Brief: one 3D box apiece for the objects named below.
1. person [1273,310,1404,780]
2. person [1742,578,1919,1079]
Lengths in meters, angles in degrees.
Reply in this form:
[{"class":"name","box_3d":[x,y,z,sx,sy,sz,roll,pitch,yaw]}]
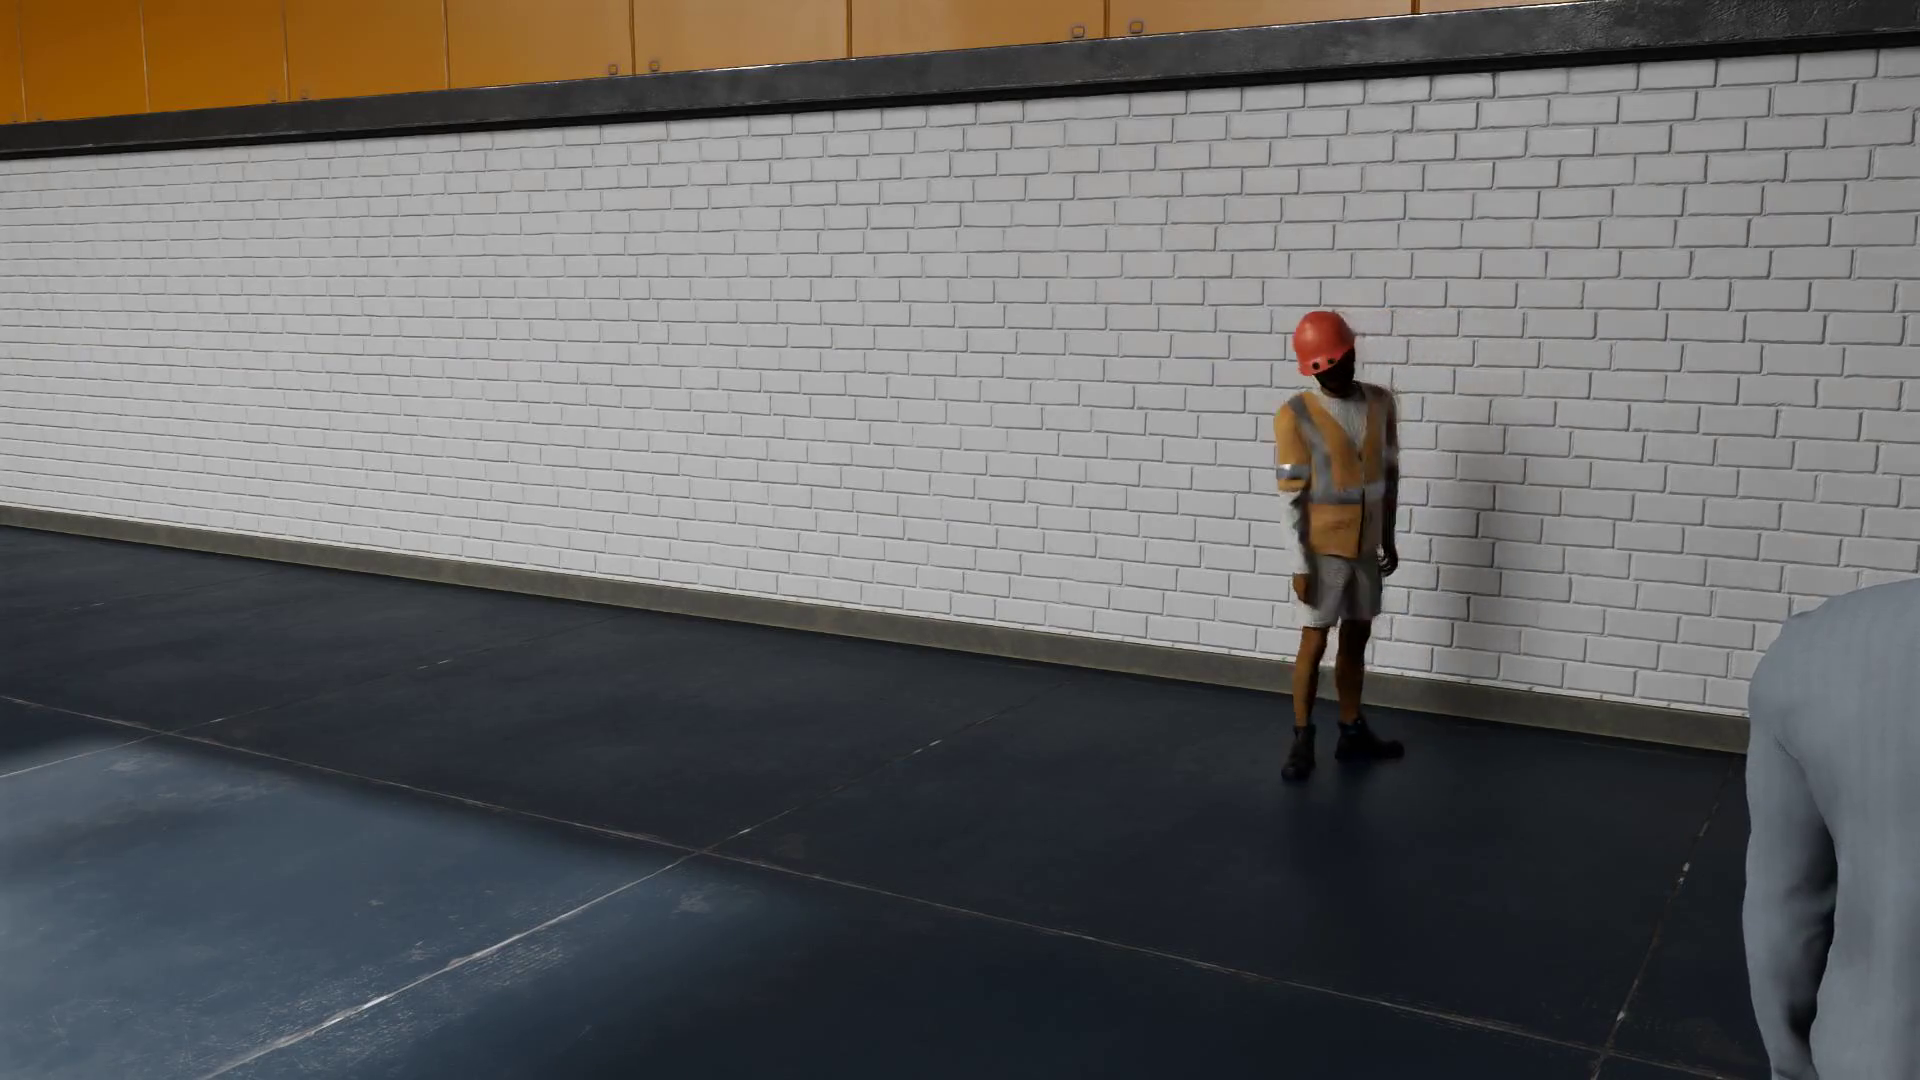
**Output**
[{"class":"person","box_3d":[1.580,0.029,6.665,0.726,1.891,0.378,-4,10,-24]},{"class":"person","box_3d":[1.265,0.738,2.042,0.373,1.937,0.629,-6,11,-34]}]
